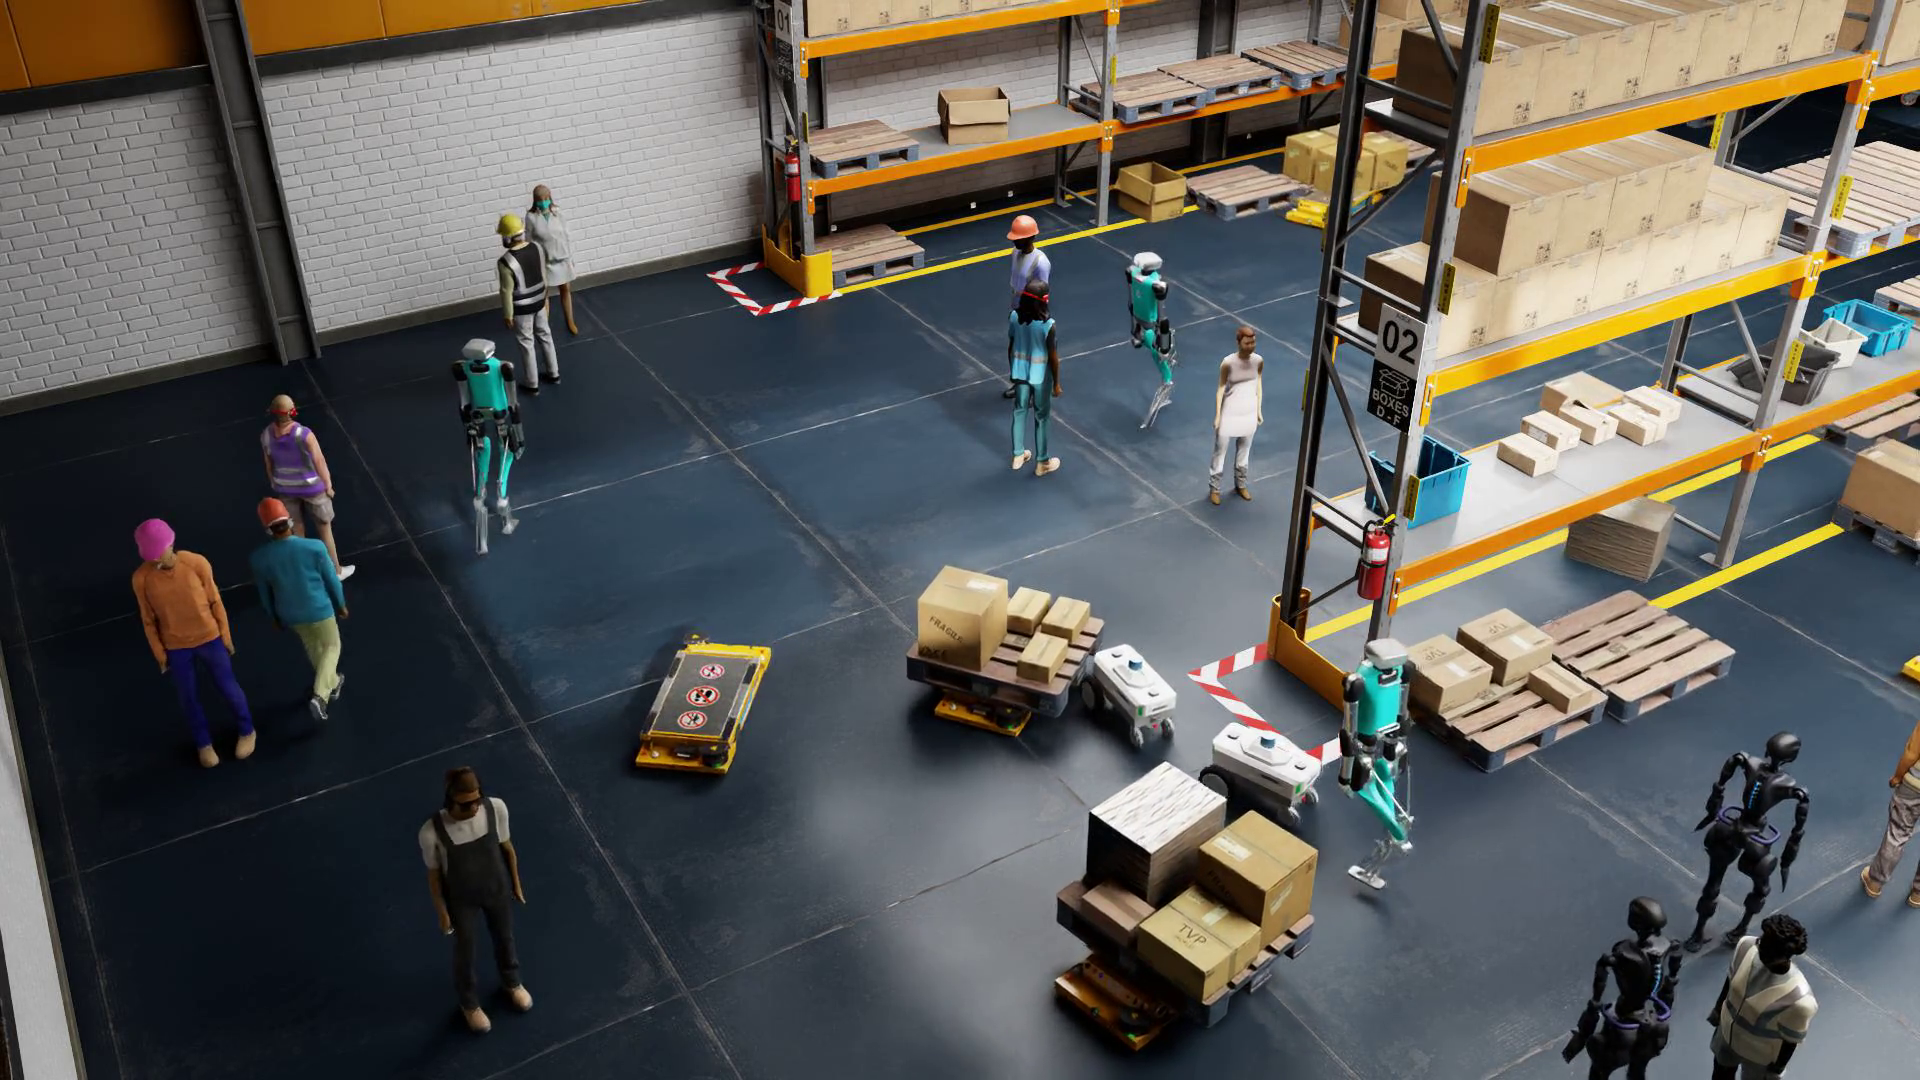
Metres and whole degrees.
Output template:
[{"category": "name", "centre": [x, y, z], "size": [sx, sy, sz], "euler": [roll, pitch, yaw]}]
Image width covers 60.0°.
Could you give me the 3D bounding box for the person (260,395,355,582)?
[{"category": "person", "centre": [-5.283, -0.394, 13.370], "size": [0.479, 1.694, 0.347], "euler": [2, 32, 3]}]

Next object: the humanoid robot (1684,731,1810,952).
[{"category": "humanoid robot", "centre": [4.693, 1.780, 9.922], "size": [0.458, 1.650, 0.609], "euler": [-23, 39, -32]}]

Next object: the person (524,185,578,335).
[{"category": "person", "centre": [-4.282, -2.908, 17.408], "size": [0.495, 1.659, 0.336], "euler": [-14, 35, -21]}]

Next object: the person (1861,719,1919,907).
[{"category": "person", "centre": [6.008, 1.513, 10.249], "size": [0.478, 1.777, 0.306], "euler": [13, 35, 20]}]

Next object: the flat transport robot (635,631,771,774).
[{"category": "flat transport robot", "centre": [-1.866, 1.179, 12.203], "size": [0.659, 0.231, 1.431], "euler": [4, 32, 6]}]

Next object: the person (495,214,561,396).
[{"category": "person", "centre": [-4.271, -2.313, 16.317], "size": [0.405, 1.824, 0.592], "euler": [18, 36, 26]}]

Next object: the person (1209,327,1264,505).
[{"category": "person", "centre": [2.420, -1.091, 14.512], "size": [0.459, 1.658, 0.270], "euler": [-8, 33, -12]}]

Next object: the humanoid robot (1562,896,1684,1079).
[{"category": "humanoid robot", "centre": [3.495, 2.562, 8.685], "size": [0.631, 1.638, 0.410], "euler": [-10, 34, -16]}]

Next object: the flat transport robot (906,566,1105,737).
[{"category": "flat transport robot", "centre": [0.388, 0.945, 12.576], "size": [0.659, 0.231, 1.431], "euler": [13, 34, 20]}]

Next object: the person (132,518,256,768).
[{"category": "person", "centre": [-5.267, 0.686, 11.395], "size": [0.515, 1.972, 0.405], "euler": [-13, 34, -20]}]

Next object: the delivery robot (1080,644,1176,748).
[{"category": "delivery robot", "centre": [1.250, 1.092, 12.090], "size": [0.499, 0.614, 0.812], "euler": [-14, 35, -21]}]

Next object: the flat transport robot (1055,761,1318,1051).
[{"category": "flat transport robot", "centre": [1.307, 2.488, 10.116], "size": [1.431, 0.231, 0.659], "euler": [-26, 41, -35]}]

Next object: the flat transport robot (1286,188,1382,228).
[{"category": "flat transport robot", "centre": [4.702, -4.236, 20.839], "size": [0.659, 0.231, 1.431], "euler": [21, 38, 30]}]

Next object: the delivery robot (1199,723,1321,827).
[{"category": "delivery robot", "centre": [2.068, 1.554, 11.329], "size": [0.788, 0.587, 0.499], "euler": [23, 39, 32]}]

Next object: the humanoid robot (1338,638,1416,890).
[{"category": "humanoid robot", "centre": [2.684, 1.517, 10.296], "size": [0.559, 1.791, 0.817], "euler": [-17, 36, -25]}]

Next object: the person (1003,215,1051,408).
[{"category": "person", "centre": [0.631, -2.209, 16.048], "size": [0.382, 1.931, 0.540], "euler": [-19, 37, -28]}]

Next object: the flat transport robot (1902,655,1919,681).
[{"category": "flat transport robot", "centre": [7.917, 0.860, 12.713], "size": [1.431, 0.231, 0.659], "euler": [-21, 38, -29]}]

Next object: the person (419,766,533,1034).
[{"category": "person", "centre": [-2.731, 2.006, 9.414], "size": [0.501, 1.835, 0.347], "euler": [-21, 38, -30]}]

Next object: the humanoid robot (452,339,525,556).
[{"category": "humanoid robot", "centre": [-3.958, -0.678, 13.871], "size": [0.550, 1.872, 0.831], "euler": [3, 32, 5]}]

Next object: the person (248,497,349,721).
[{"category": "person", "centre": [-4.705, 0.504, 11.908], "size": [0.573, 1.720, 0.661], "euler": [-2, 32, -3]}]

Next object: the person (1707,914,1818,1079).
[{"category": "person", "centre": [4.101, 2.585, 8.624], "size": [0.320, 1.693, 0.535], "euler": [-9, 33, -14]}]

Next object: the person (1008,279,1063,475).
[{"category": "person", "centre": [0.660, -1.453, 14.899], "size": [0.530, 1.866, 0.388], "euler": [19, 37, 27]}]

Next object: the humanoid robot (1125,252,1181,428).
[{"category": "humanoid robot", "centre": [1.947, -1.929, 15.813], "size": [0.808, 1.794, 0.541], "euler": [-19, 37, -28]}]
